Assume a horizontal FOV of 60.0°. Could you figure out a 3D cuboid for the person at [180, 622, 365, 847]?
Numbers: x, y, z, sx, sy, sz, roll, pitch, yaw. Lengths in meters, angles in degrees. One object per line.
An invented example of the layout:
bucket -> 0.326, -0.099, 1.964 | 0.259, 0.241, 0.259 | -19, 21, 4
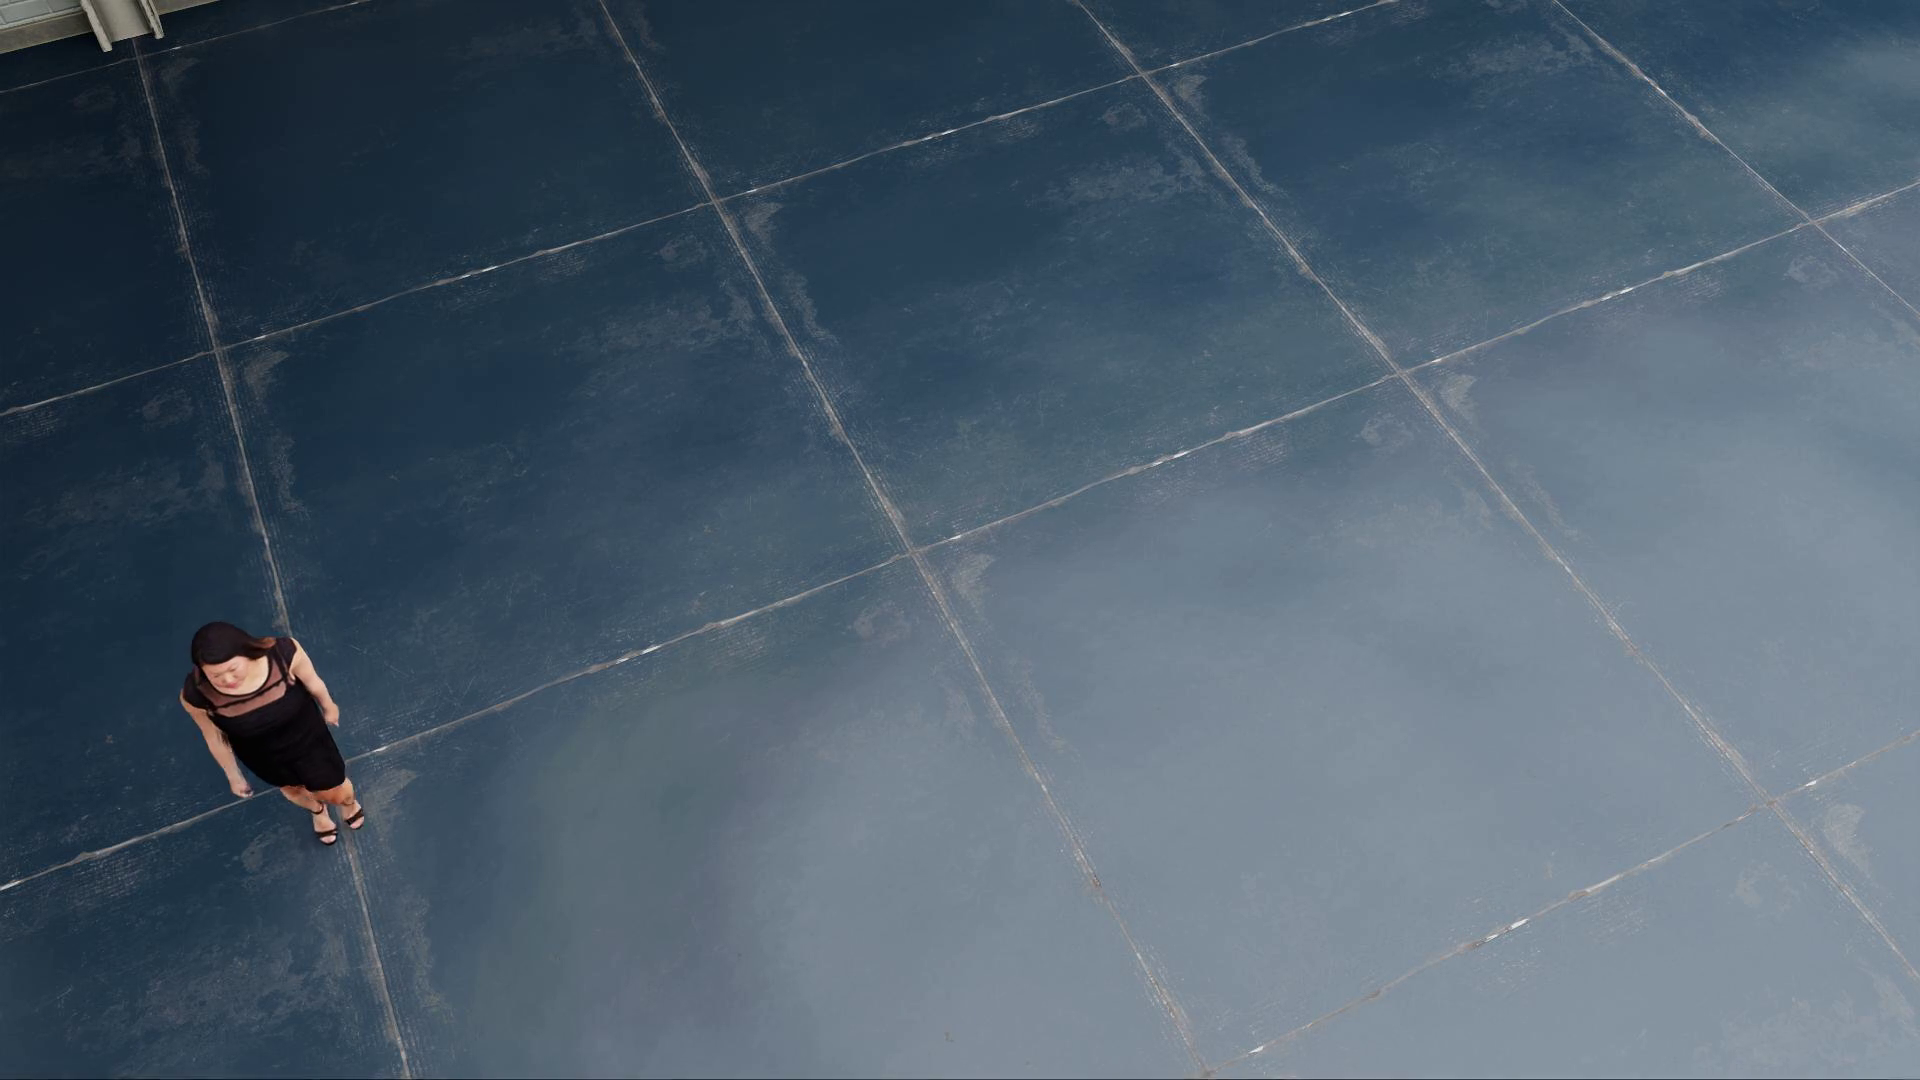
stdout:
person -> -2.854, 0.772, 6.941 | 0.546, 1.704, 0.692 | -19, 55, -14
